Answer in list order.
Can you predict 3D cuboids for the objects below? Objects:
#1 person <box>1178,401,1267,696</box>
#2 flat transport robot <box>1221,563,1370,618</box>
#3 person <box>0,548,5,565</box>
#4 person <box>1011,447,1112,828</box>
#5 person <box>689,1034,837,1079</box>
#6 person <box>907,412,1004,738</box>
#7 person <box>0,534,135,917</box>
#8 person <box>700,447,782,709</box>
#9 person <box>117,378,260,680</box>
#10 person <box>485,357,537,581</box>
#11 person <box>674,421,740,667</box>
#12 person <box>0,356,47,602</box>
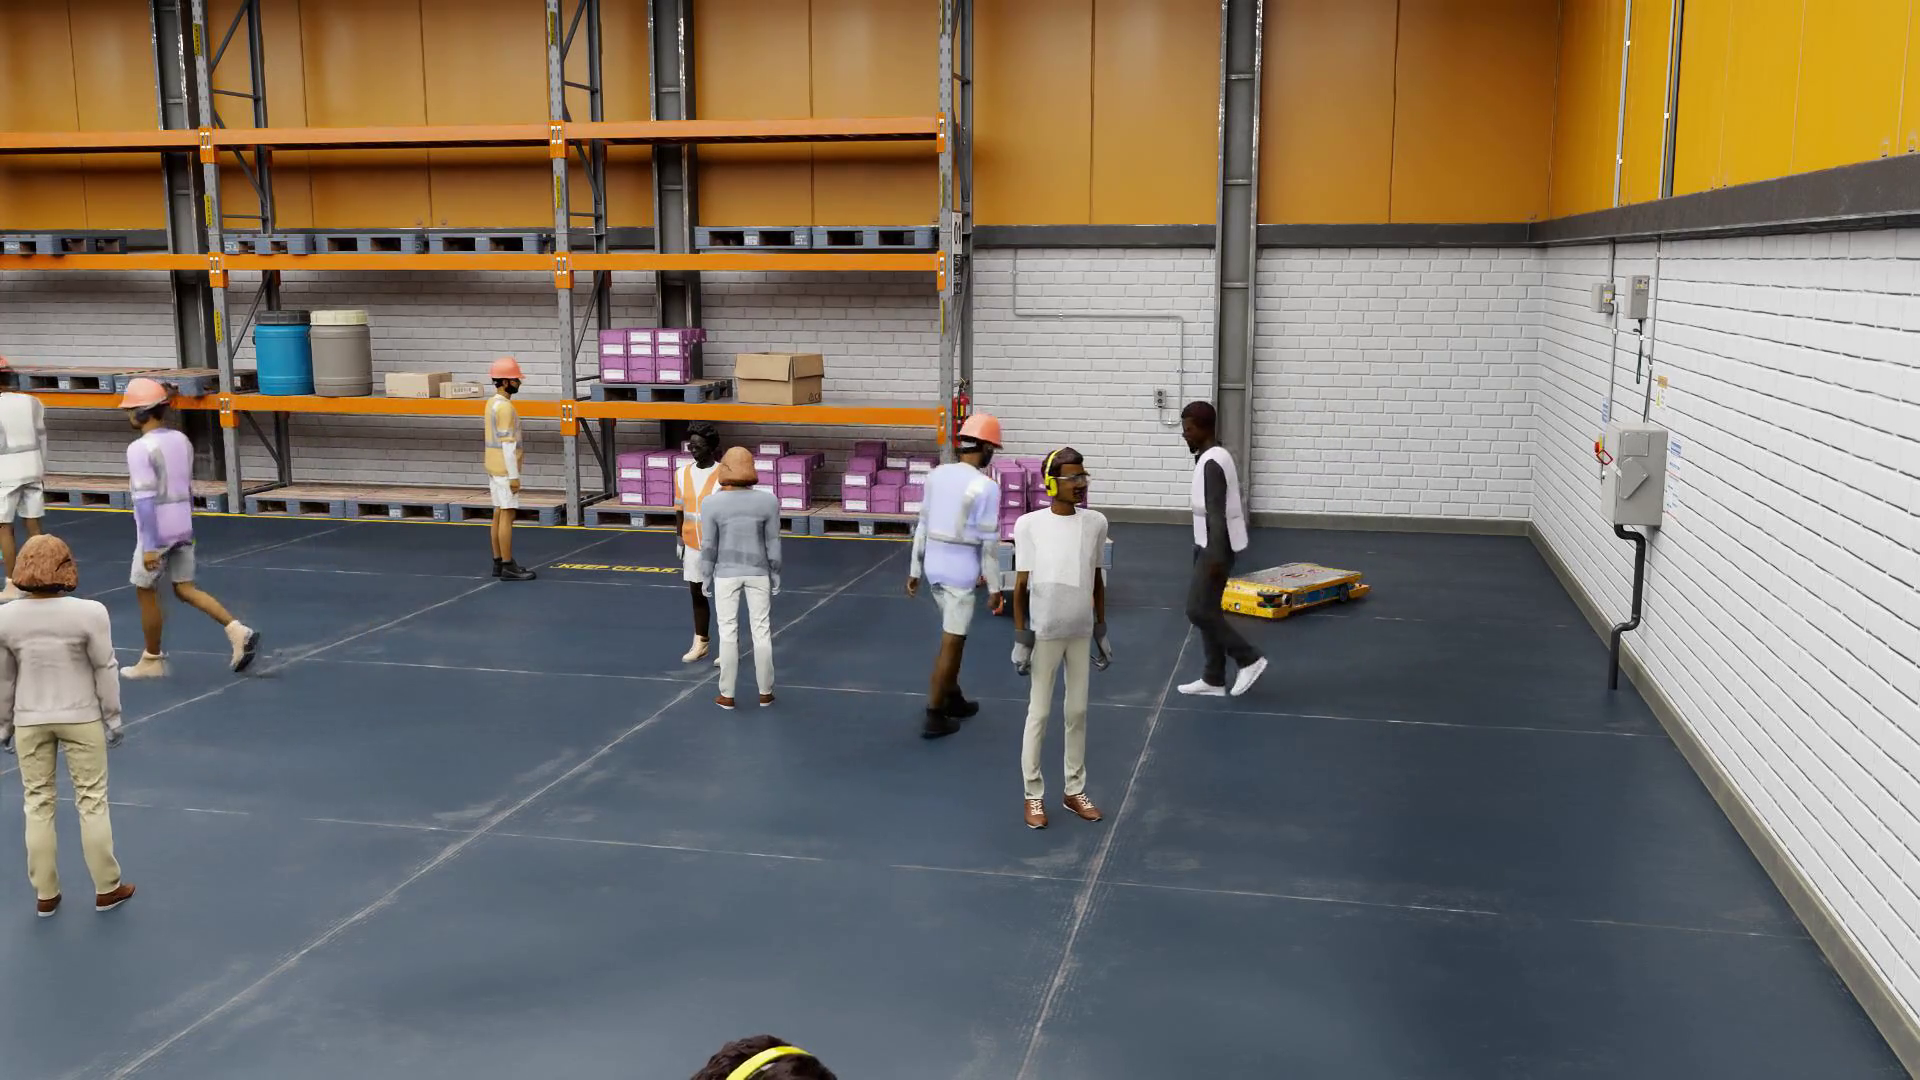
[{"bbox_3d":[1.630,0.066,10.545,0.506,1.890,0.637,2,10,10],"label":"person"},{"bbox_3d":[2.654,0.391,13.421,0.652,0.197,1.431,9,13,43],"label":"flat transport robot"},{"bbox_3d":[-8.860,-0.683,15.150,0.563,1.838,0.388,8,12,38],"label":"person"},{"bbox_3d":[0.507,0.474,8.185,0.531,1.876,0.317,-4,10,-21],"label":"person"},{"bbox_3d":[-0.248,1.511,2.096,0.335,1.862,0.521,3,10,16],"label":"person"},{"bbox_3d":[0.021,0.203,9.753,0.706,1.884,0.603,-9,13,-42],"label":"person"},{"bbox_3d":[-3.821,0.785,7.059,0.498,1.634,0.284,-2,10,-11],"label":"person"},{"bbox_3d":[-1.353,0.236,10.310,0.507,1.632,0.278,-3,10,-15],"label":"person"},{"bbox_3d":[-5.143,-0.058,10.930,0.859,2.023,0.620,1,10,7],"label":"person"},{"bbox_3d":[-3.927,-0.615,14.446,0.371,1.939,0.543,-5,11,-27],"label":"person"},{"bbox_3d":[-1.725,0.026,11.394,0.530,1.689,0.321,4,10,22],"label":"person"},{"bbox_3d":[-7.739,-0.501,13.528,0.455,2.018,0.626,5,11,27],"label":"person"}]
